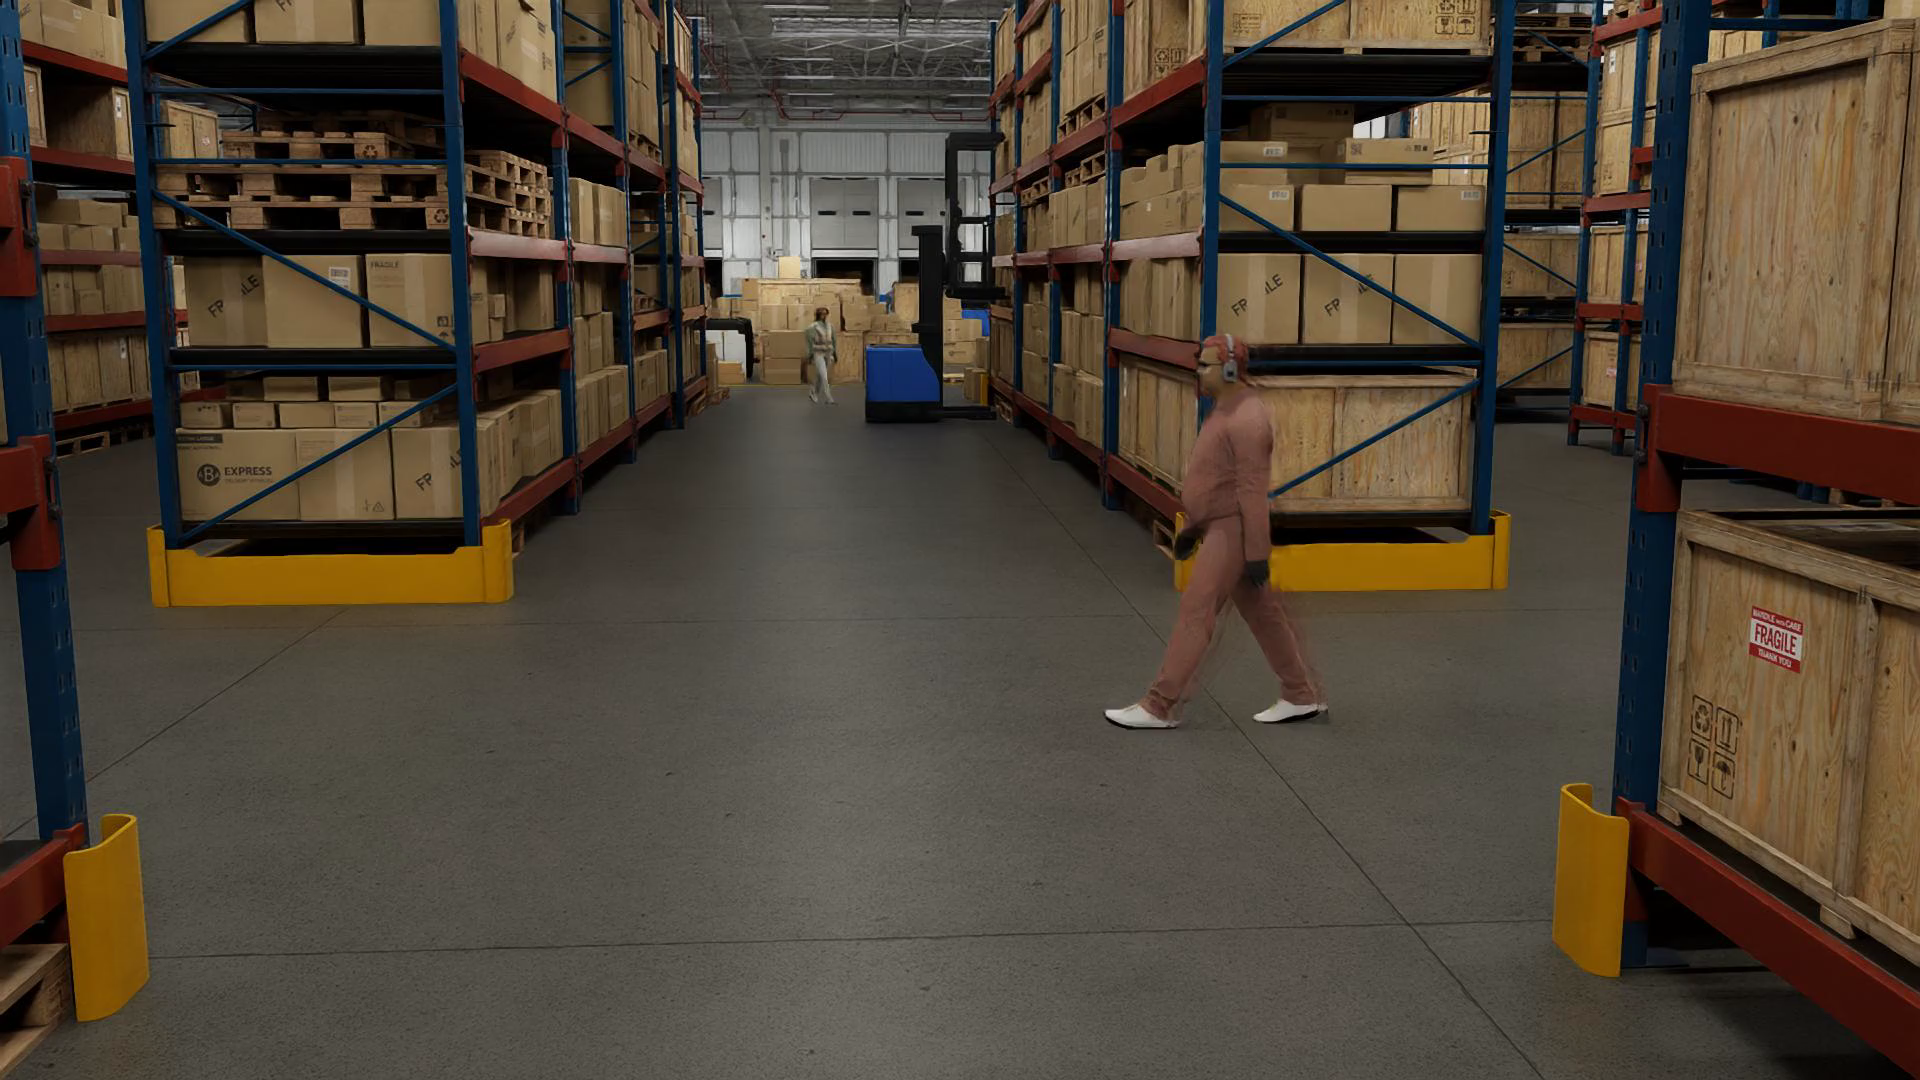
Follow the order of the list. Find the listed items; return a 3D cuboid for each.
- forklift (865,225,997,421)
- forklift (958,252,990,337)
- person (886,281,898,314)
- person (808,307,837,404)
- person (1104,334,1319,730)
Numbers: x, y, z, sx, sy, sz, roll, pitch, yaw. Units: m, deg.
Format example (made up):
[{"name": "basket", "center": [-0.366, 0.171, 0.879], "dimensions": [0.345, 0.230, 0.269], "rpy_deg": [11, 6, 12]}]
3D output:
[{"name": "forklift", "center": [-0.448, -3.154, 24.135], "dimensions": [1.873, 2.768, 1.129], "rpy_deg": [-1, 9, -4]}, {"name": "forklift", "center": [0.387, -7.328, 50.344], "dimensions": [1.129, 2.768, 1.873], "rpy_deg": [-1, 9, -4]}, {"name": "person", "center": [-2.001, -7.115, 51.994], "dimensions": [0.641, 1.932, 0.374], "rpy_deg": [0, 9, -3]}, {"name": "person", "center": [-2.296, -3.057, 27.508], "dimensions": [0.523, 1.606, 0.808], "rpy_deg": [-8, 12, -42]}, {"name": "person", "center": [1.230, -0.026, 7.733], "dimensions": [1.019, 1.853, 0.652], "rpy_deg": [0, 9, 3]}]
